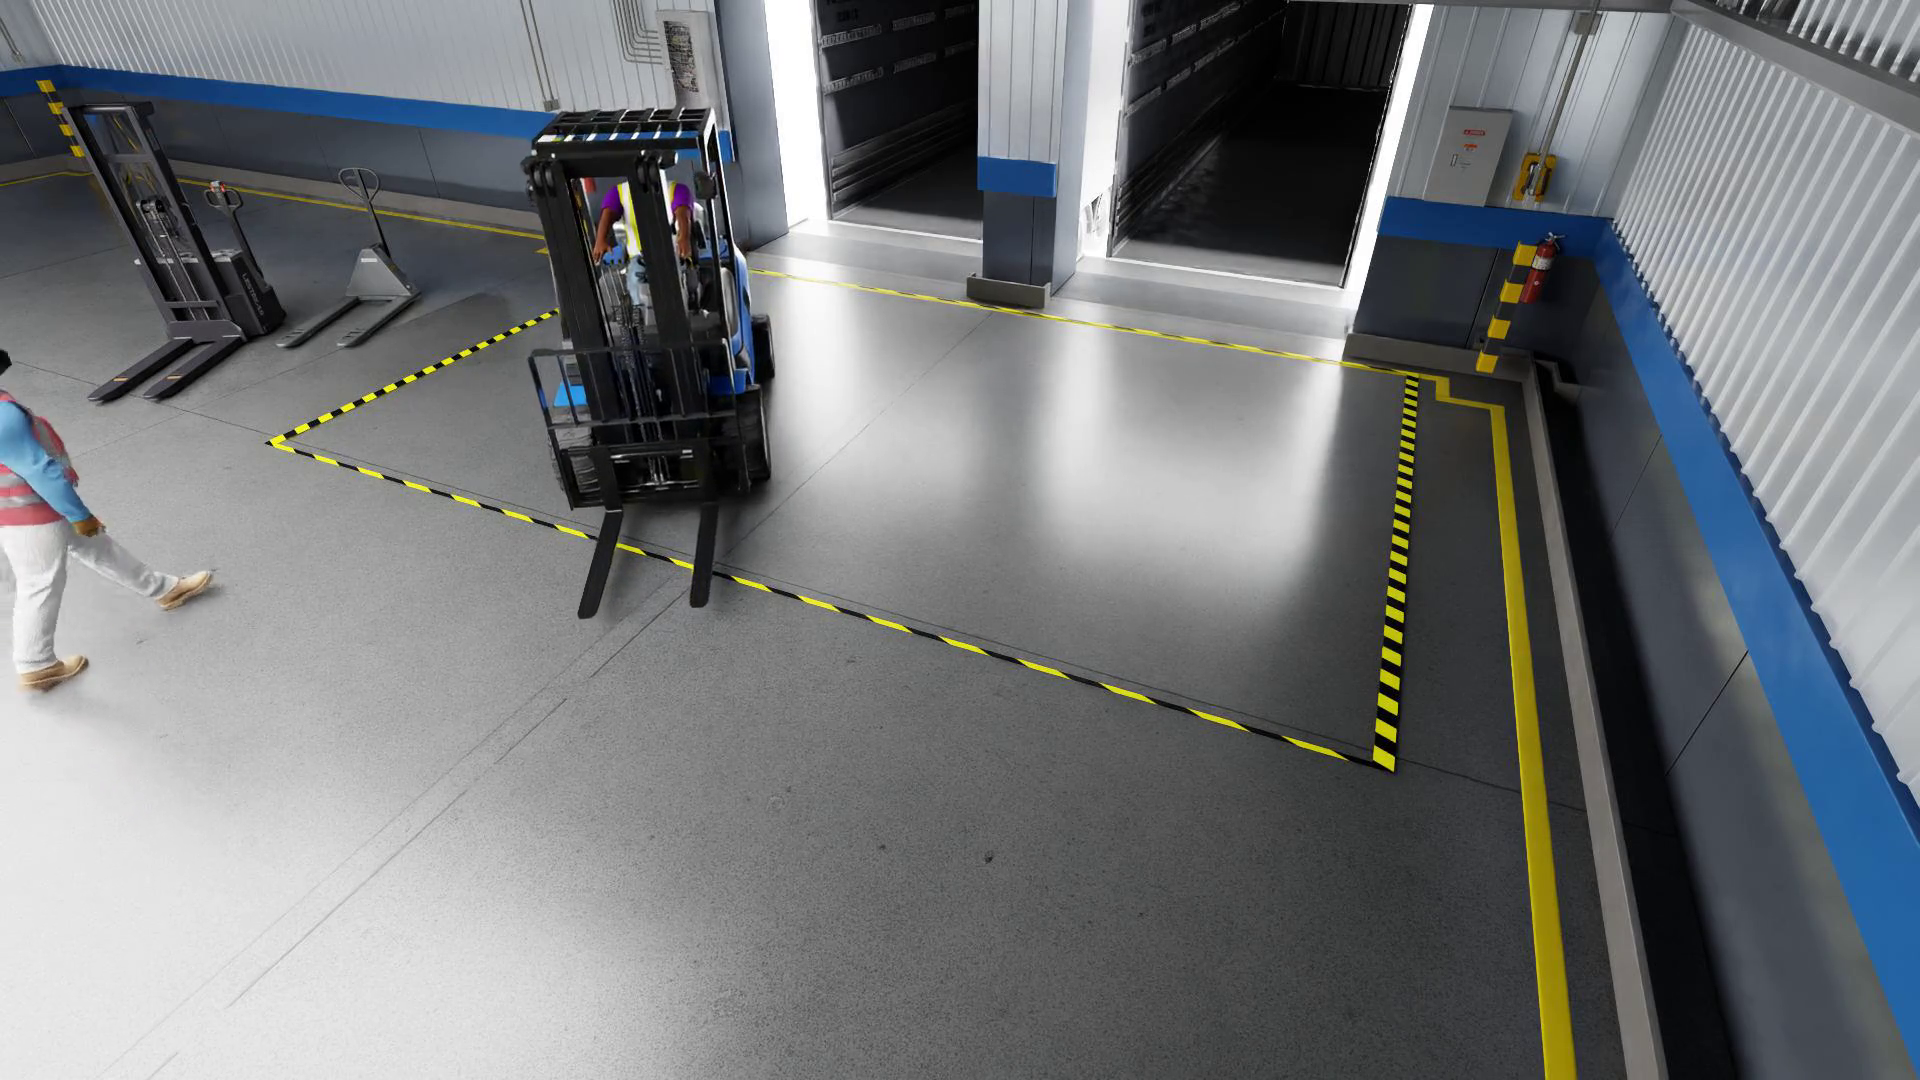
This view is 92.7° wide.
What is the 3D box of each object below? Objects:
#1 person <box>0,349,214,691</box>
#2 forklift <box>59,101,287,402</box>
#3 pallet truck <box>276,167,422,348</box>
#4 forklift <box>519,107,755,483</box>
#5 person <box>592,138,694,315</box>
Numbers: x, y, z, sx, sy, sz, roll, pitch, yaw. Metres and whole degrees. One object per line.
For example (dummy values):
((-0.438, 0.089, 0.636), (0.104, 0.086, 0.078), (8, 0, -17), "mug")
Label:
((-4.518, -0.190, 4.470), (0.652, 1.782, 0.979), (19, 39, 25), "person")
((-6.686, -2.387, 7.434), (0.823, 1.965, 1.885), (-3, 35, -5), "forklift")
((-5.732, -2.611, 8.414), (0.680, 1.201, 1.601), (-1, 35, -1), "pallet truck")
((-2.090, -1.796, 6.279), (1.157, 2.036, 2.680), (-5, 35, -7), "forklift")
((-2.088, -1.915, 6.122), (0.635, 1.294, 1.004), (-5, 35, -7), "person")
